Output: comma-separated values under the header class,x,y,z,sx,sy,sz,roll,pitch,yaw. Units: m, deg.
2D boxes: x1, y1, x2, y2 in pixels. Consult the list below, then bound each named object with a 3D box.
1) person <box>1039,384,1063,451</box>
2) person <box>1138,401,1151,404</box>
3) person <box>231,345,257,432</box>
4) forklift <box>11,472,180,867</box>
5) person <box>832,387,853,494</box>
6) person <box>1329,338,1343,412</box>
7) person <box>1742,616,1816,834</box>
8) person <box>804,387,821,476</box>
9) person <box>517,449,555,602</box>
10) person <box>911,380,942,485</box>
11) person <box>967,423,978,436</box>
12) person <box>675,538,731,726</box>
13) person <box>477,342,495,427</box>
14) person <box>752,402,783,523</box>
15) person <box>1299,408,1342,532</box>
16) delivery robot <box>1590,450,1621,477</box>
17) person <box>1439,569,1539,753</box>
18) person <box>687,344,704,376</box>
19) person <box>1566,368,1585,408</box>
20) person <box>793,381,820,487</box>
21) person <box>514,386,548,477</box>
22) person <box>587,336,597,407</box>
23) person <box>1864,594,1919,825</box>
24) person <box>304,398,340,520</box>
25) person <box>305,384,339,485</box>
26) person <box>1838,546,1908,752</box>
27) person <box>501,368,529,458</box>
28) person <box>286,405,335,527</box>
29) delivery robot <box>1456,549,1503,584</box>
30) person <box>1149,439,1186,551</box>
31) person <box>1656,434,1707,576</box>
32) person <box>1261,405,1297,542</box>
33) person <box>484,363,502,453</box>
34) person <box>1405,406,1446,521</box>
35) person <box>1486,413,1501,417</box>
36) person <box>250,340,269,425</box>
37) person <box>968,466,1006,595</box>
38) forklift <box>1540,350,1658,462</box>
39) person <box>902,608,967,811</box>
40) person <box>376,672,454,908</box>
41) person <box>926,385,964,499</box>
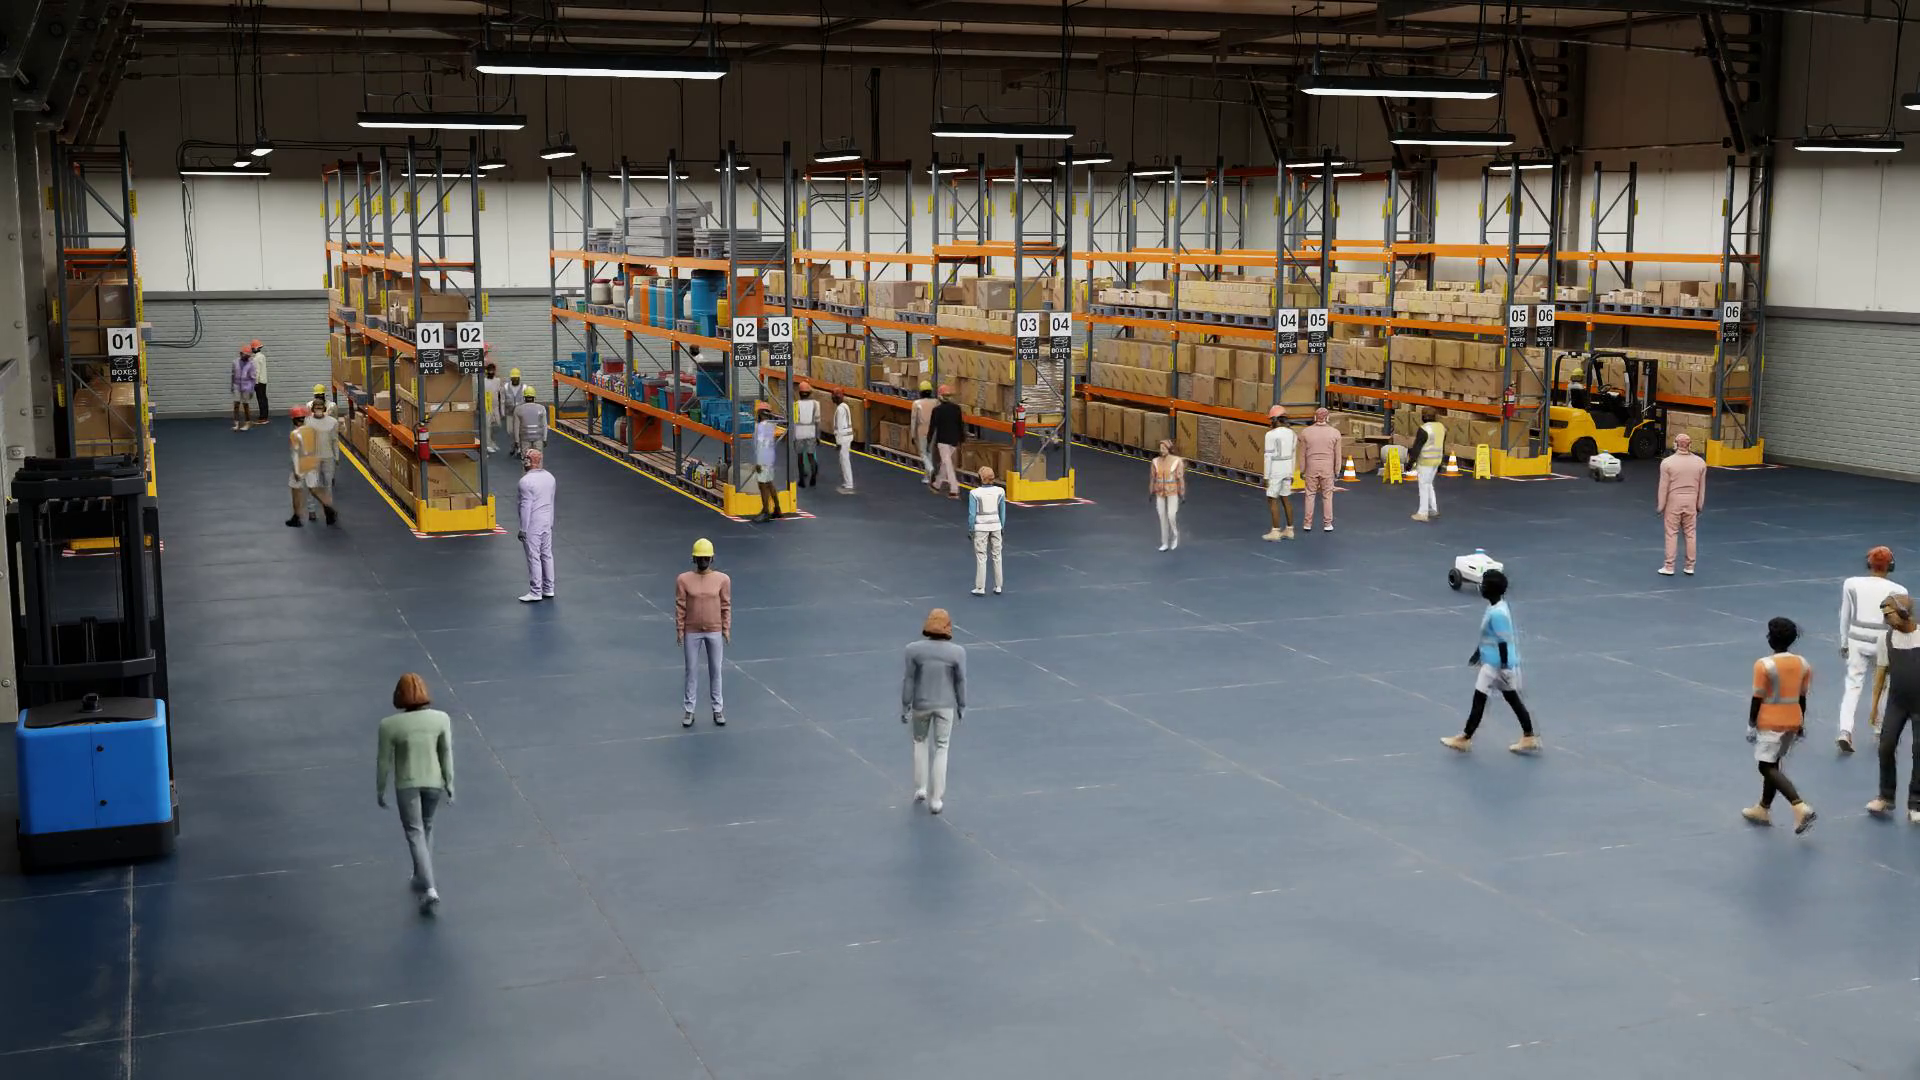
class,x,y,z,sx,sy,sz,roll,pitch,yaw
person,1.861,-2.814,43.780,0.651,1.882,1.002,-2,9,-12
person,4.466,-3.907,50.950,0.613,1.931,0.504,-3,9,-17
person,-16.338,-3.441,47.653,0.700,1.975,0.824,0,9,2
forklift,-6.630,0.886,15.957,1.129,2.768,1.873,-3,9,-21
person,-2.061,-1.754,36.788,0.377,1.872,0.591,0,9,1
person,9.200,-3.978,51.370,0.543,1.939,0.355,-2,9,-14
person,6.370,1.429,16.176,0.534,1.674,0.721,-4,10,-27
person,-2.895,-2.077,39.320,0.524,1.752,0.357,-4,9,-24
person,-5.333,-0.189,26.214,0.403,1.906,0.652,4,9,23
person,-0.572,-1.928,37.845,0.598,1.905,0.732,-3,9,-21
person,0.318,-3.282,46.806,0.597,1.914,0.373,-6,10,-34
person,-2.410,0.859,19.682,0.525,1.772,0.304,-1,9,-10
person,-11.090,-3.640,48.974,0.426,1.979,0.612,-3,9,-18
person,-3.063,-1.234,33.271,0.416,1.888,0.660,2,9,13
person,5.543,-1.083,32.207,0.642,1.903,0.402,2,9,11
delivery robot,11.946,-1.424,38.766,0.477,0.478,0.707,-1,8,-5
person,4.761,1.078,18.595,0.862,1.653,0.543,3,9,17
person,-6.408,-3.828,50.743,0.443,1.829,0.624,-3,9,-19
person,12.782,-2.696,43.475,0.318,1.740,0.488,-3,9,-19
person,-2.762,-1.883,37.490,0.547,1.917,0.695,-2,9,-16
person,-7.651,-1.820,37.329,0.591,1.833,0.403,-3,9,-18
person,-9.492,-4.370,54.069,0.379,1.920,0.825,-1,9,-4
person,7.478,1.322,16.508,0.593,1.807,0.380,7,11,39
person,-10.248,-1.304,33.544,0.634,1.936,0.351,-5,10,-31
person,-11.564,-1.912,37.942,0.602,1.830,0.404,-1,9,-9
person,8.147,0.967,18.746,0.576,1.849,0.970,6,11,36
person,-8.951,-2.546,42.211,0.620,1.815,0.610,-1,9,-8
person,-10.163,-1.147,32.609,0.823,1.912,0.555,5,10,29
delivery robot,6.665,0.358,26.880,0.477,0.478,0.707,-2,9,-16
person,2.970,-0.641,30.141,0.550,1.622,0.395,5,10,31
person,9.669,-0.478,28.138,0.651,1.906,0.403,-1,9,-6
person,4.741,-1.003,31.246,0.613,2.031,0.422,-8,11,-41
person,-9.710,-2.729,43.342,0.530,1.856,0.419,-6,10,-35
person,7.436,-1.220,33.326,0.454,1.833,0.650,8,12,44
person,10.784,-2.576,42.400,0.523,1.836,0.811,-3,9,-21
person,-16.620,-3.746,49.633,0.387,1.996,0.611,0,9,-1
person,0.342,-0.118,26.620,0.514,1.642,0.310,-4,9,-22
forklift,12.897,-2.725,42.309,2.313,2.155,1.214,-3,9,-21
person,-0.205,1.357,16.884,0.521,1.600,0.529,0,9,2
person,-3.758,1.721,14.531,0.511,1.598,0.836,-5,10,-31
person,-0.299,-1.705,36.191,0.646,1.936,1.009,-7,11,-39
